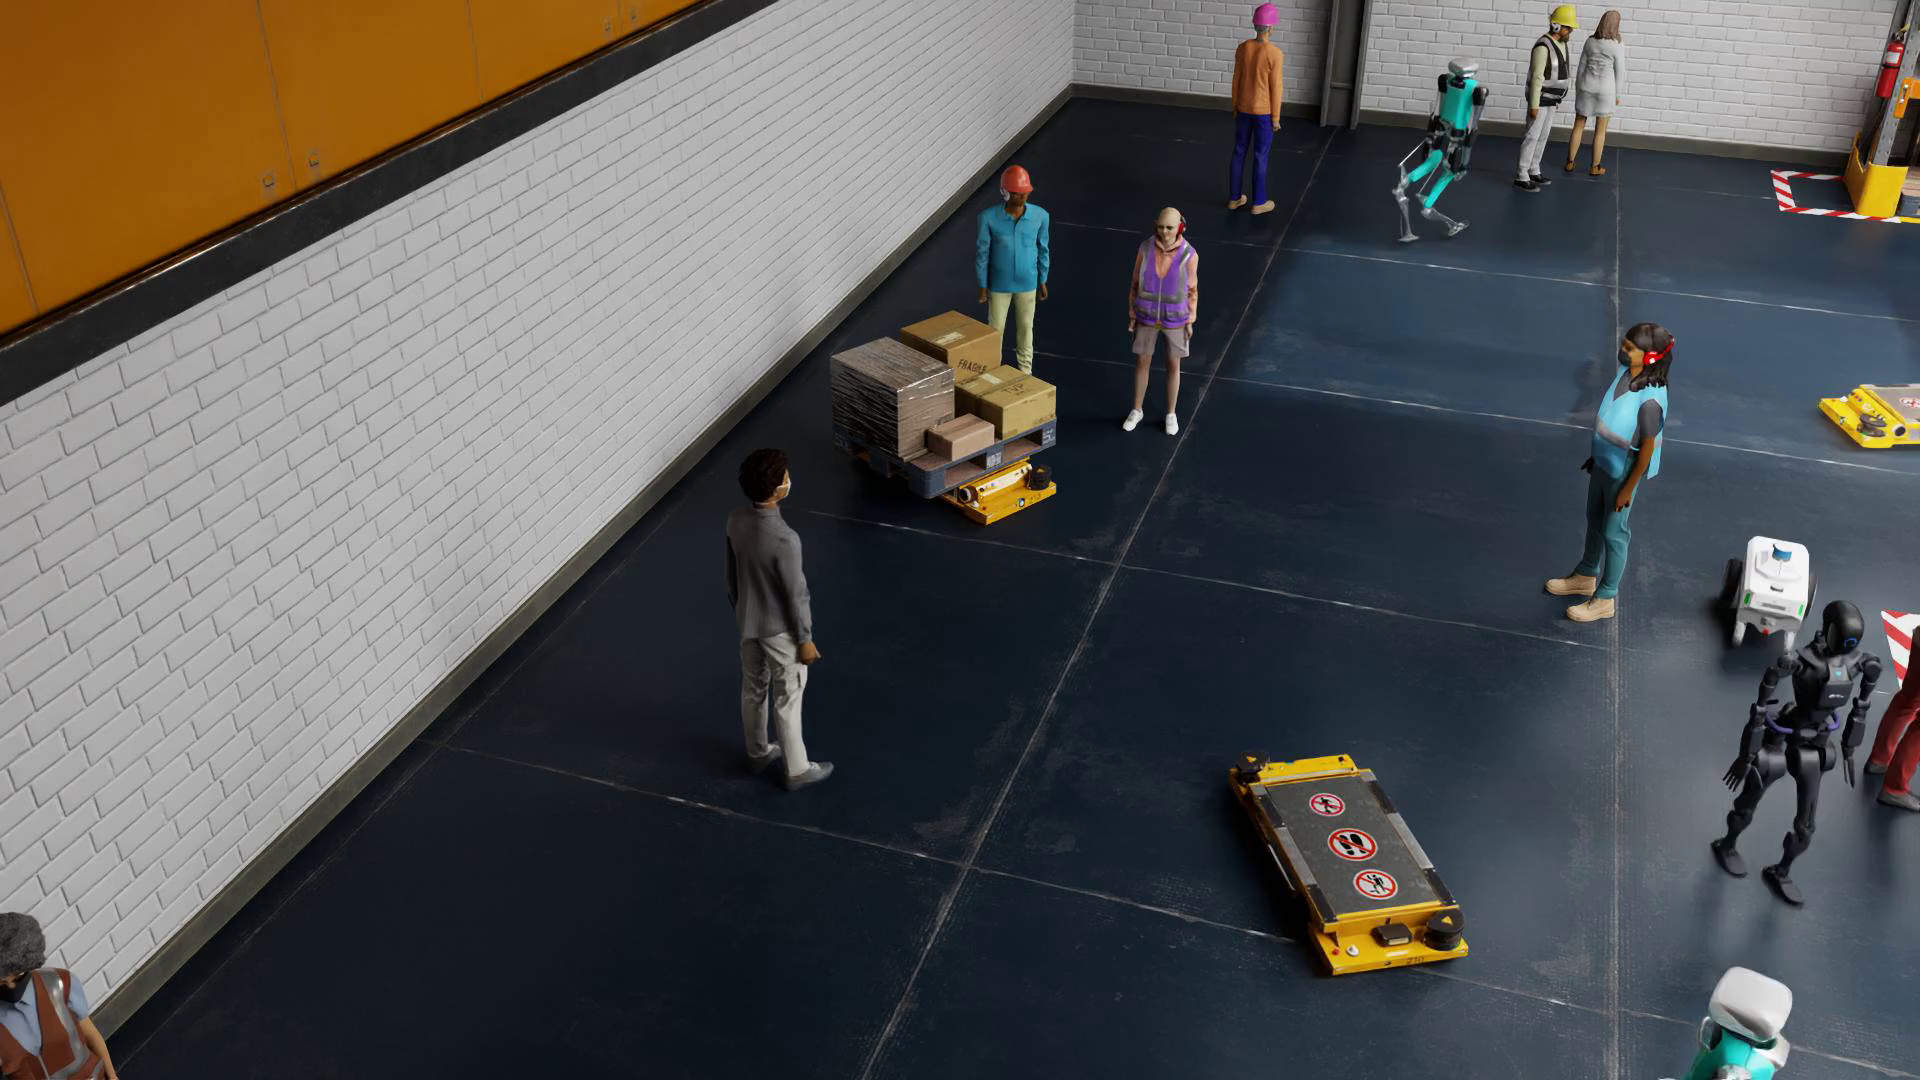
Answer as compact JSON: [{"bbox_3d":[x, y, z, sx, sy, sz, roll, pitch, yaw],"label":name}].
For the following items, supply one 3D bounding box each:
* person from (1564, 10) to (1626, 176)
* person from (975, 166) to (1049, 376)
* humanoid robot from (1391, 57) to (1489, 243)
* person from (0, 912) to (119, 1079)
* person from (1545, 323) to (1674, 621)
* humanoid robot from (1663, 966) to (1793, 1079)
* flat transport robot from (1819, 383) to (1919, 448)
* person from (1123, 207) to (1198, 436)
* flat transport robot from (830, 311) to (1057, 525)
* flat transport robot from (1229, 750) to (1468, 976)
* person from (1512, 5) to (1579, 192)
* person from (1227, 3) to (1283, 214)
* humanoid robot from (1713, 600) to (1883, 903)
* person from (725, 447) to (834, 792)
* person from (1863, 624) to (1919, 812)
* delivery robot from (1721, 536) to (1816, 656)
[{"bbox_3d":[6.535,-4.579,17.037,0.480,1.656,0.338,22,37,33],"label":"person"},{"bbox_3d":[0.395,-1.950,12.474,0.571,1.752,0.324,-5,31,-8],"label":"person"},{"bbox_3d":[4.316,-3.459,15.051,1.009,1.737,0.558,-18,35,-28],"label":"humanoid robot"},{"bbox_3d":[-3.194,1.982,5.861,0.317,1.681,0.431,27,40,37],"label":"person"},{"bbox_3d":[3.841,-0.400,9.733,0.391,1.865,0.518,-2,31,-4],"label":"person"},{"bbox_3d":[2.153,2.075,5.696,0.948,1.797,0.566,18,35,28],"label":"humanoid robot"},{"bbox_3d":[7.160,-0.909,12.172,1.431,0.231,0.659,-1,30,-2],"label":"flat transport robot"},{"bbox_3d":[1.440,-1.559,11.871,0.479,1.694,0.346,8,31,14],"label":"person"},{"bbox_3d":[-0.067,-0.537,11.539,0.659,0.231,1.431,-25,38,-35],"label":"flat transport robot"},{"bbox_3d":[1.849,1.506,8.063,0.659,0.231,1.431,-6,31,-9],"label":"flat transport robot"},{"bbox_3d":[5.848,-4.411,16.604,0.403,1.821,0.594,23,38,34],"label":"person"},{"bbox_3d":[2.848,-4.127,15.957,0.515,1.984,0.370,22,37,32],"label":"person"},{"bbox_3d":[3.840,0.925,7.675,0.589,1.632,0.469,-2,31,-4],"label":"humanoid robot"},{"bbox_3d":[-0.953,0.415,8.314,0.530,1.898,0.396,23,38,34],"label":"person"},{"bbox_3d":[4.891,0.557,8.206,0.338,1.762,0.529,3,31,4],"label":"person"},{"bbox_3d":[4.817,0.286,9.868,0.499,0.605,0.781,13,33,21],"label":"delivery robot"}]
